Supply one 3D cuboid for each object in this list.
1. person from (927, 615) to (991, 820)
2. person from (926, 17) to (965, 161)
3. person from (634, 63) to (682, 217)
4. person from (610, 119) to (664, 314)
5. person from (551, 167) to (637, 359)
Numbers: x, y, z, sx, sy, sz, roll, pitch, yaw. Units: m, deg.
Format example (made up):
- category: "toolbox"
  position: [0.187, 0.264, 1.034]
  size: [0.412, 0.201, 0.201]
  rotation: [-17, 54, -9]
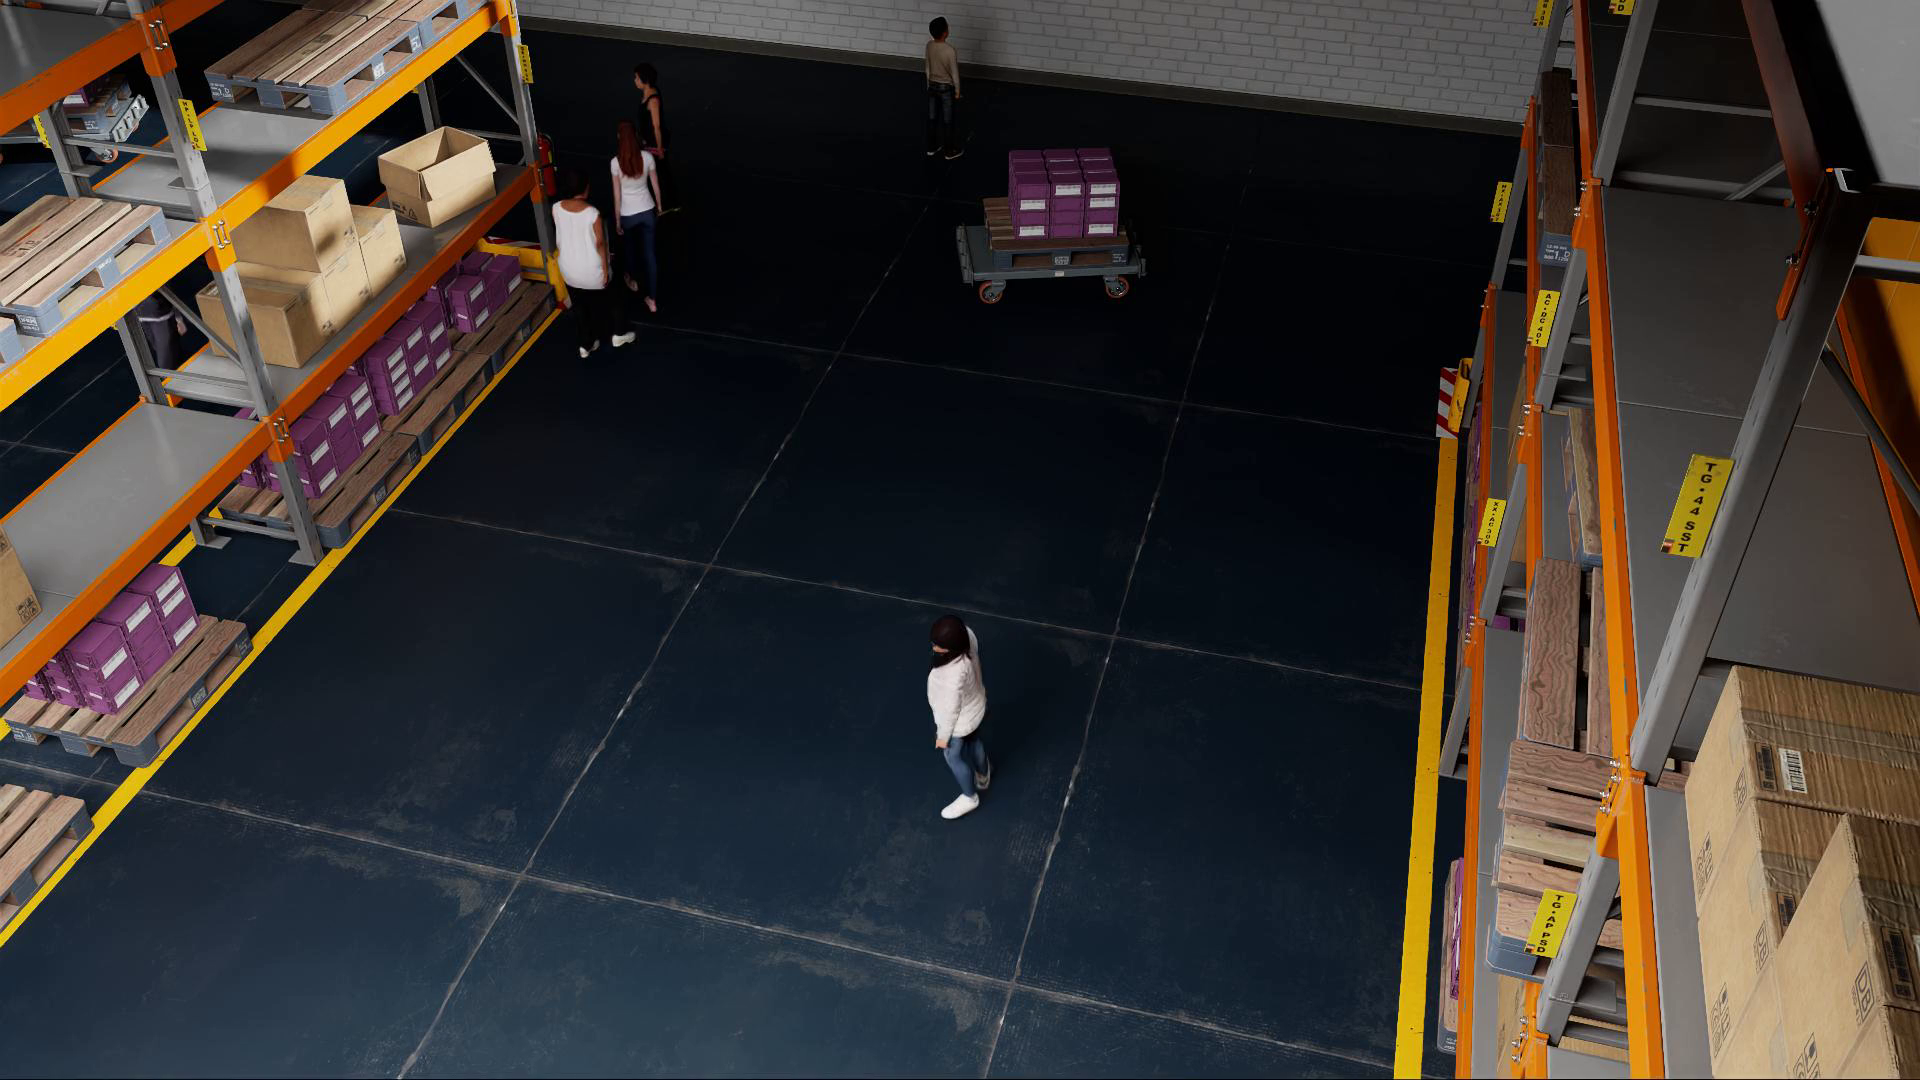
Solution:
- category: "person"
  position: [0.050, 0.970, 9.866]
  size: [0.830, 1.613, 0.495]
  rotation: [15, 41, 18]
- category: "person"
  position: [-0.194, -4.612, 16.974]
  size: [0.599, 1.465, 0.591]
  rotation: [21, 43, 24]
- category: "person"
  position: [-2.841, -3.833, 15.939]
  size: [0.700, 1.539, 0.609]
  rotation: [-4, 39, -5]
- category: "person"
  position: [-2.784, -2.771, 14.472]
  size: [0.918, 1.712, 1.012]
  rotation: [-15, 41, -18]
- category: "person"
  position: [-3.153, -2.271, 13.877]
  size: [0.686, 1.672, 0.745]
  rotation: [13, 40, 16]
